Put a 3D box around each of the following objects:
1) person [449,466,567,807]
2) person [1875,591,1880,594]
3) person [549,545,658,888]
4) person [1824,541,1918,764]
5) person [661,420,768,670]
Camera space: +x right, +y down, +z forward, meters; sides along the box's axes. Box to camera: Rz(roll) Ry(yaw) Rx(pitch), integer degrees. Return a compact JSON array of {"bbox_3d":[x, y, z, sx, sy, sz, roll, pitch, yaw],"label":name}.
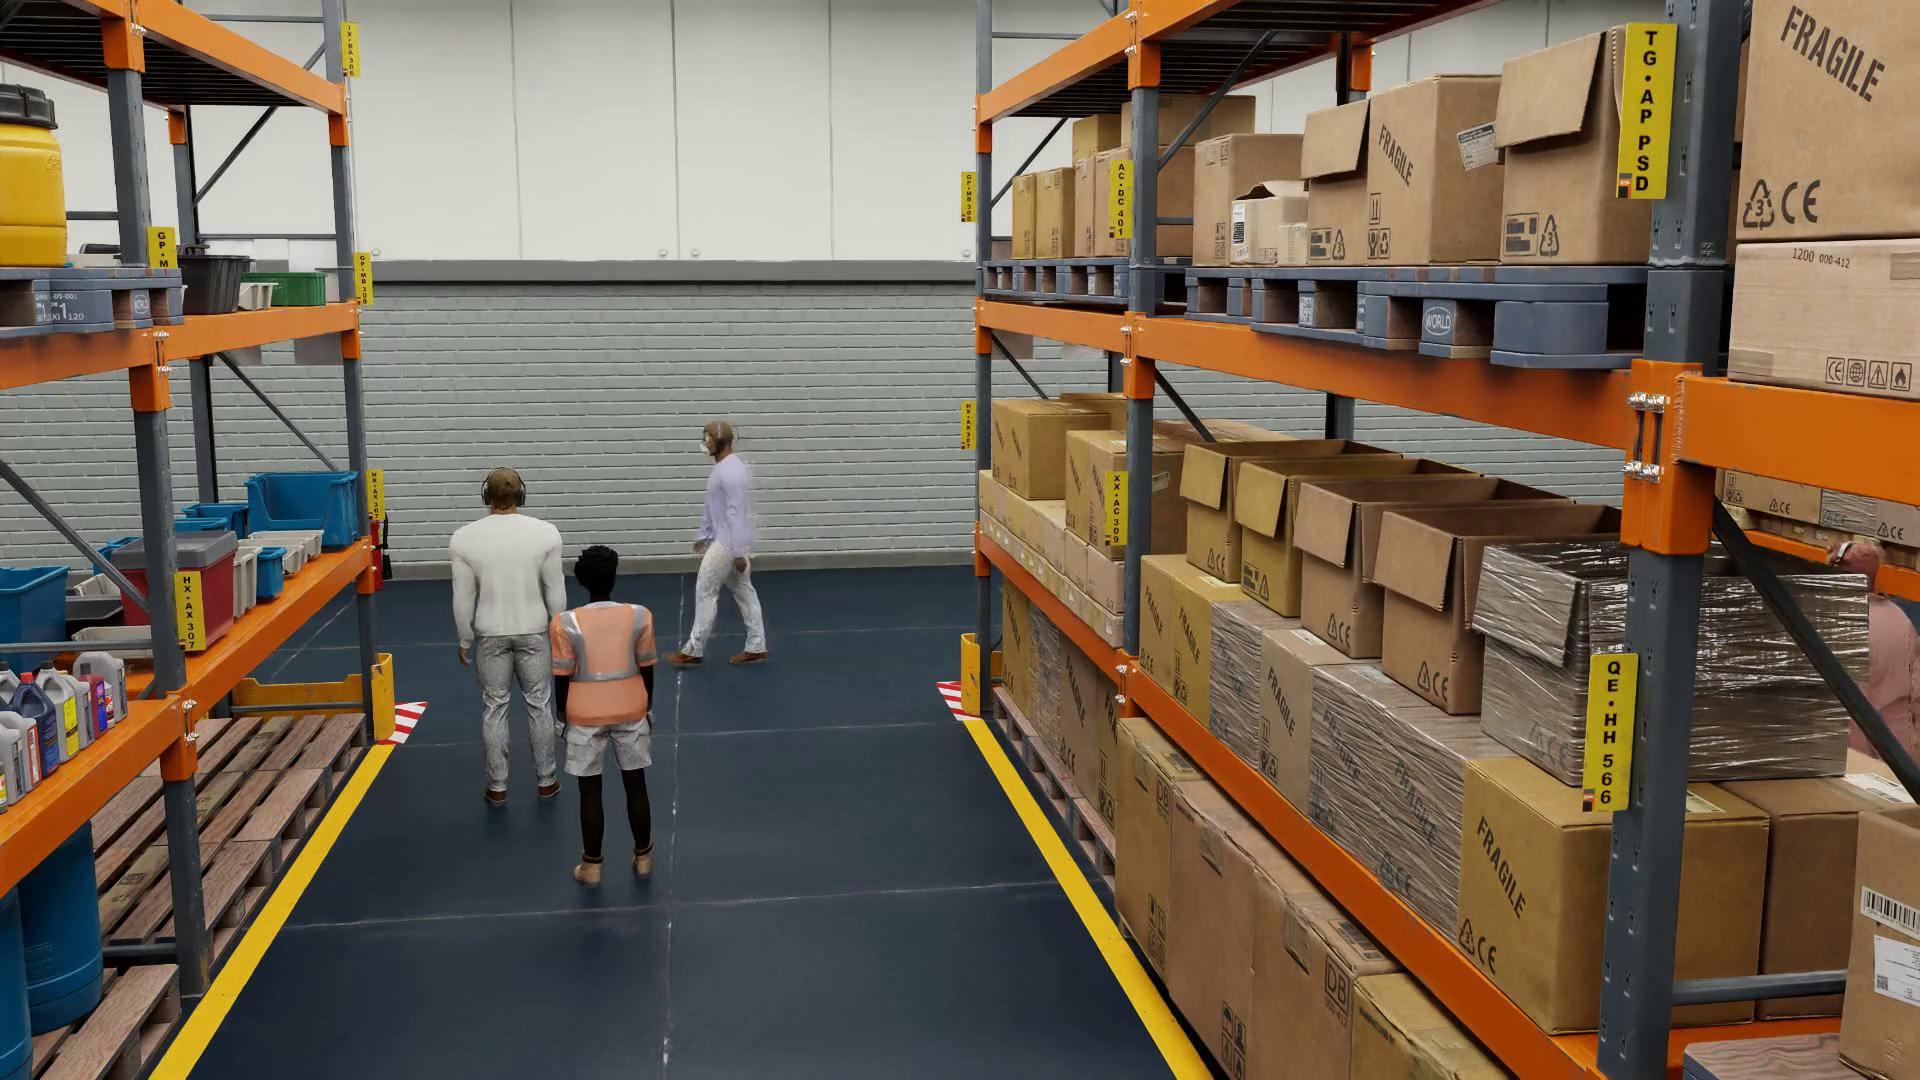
[{"bbox_3d":[-2.547,0.547,9.436,0.627,1.941,0.370,-2,10,-15],"label":"person"},{"bbox_3d":[6.491,0.179,11.964,0.516,1.860,0.322,-3,10,-16],"label":"person"},{"bbox_3d":[-1.750,0.866,8.204,0.536,1.699,0.321,-4,10,-26],"label":"person"},{"bbox_3d":[3.986,0.942,7.340,0.673,1.849,1.064,-6,11,-33],"label":"person"},{"bbox_3d":[-1.900,0.041,12.662,0.912,1.899,0.634,-1,9,-6],"label":"person"}]
